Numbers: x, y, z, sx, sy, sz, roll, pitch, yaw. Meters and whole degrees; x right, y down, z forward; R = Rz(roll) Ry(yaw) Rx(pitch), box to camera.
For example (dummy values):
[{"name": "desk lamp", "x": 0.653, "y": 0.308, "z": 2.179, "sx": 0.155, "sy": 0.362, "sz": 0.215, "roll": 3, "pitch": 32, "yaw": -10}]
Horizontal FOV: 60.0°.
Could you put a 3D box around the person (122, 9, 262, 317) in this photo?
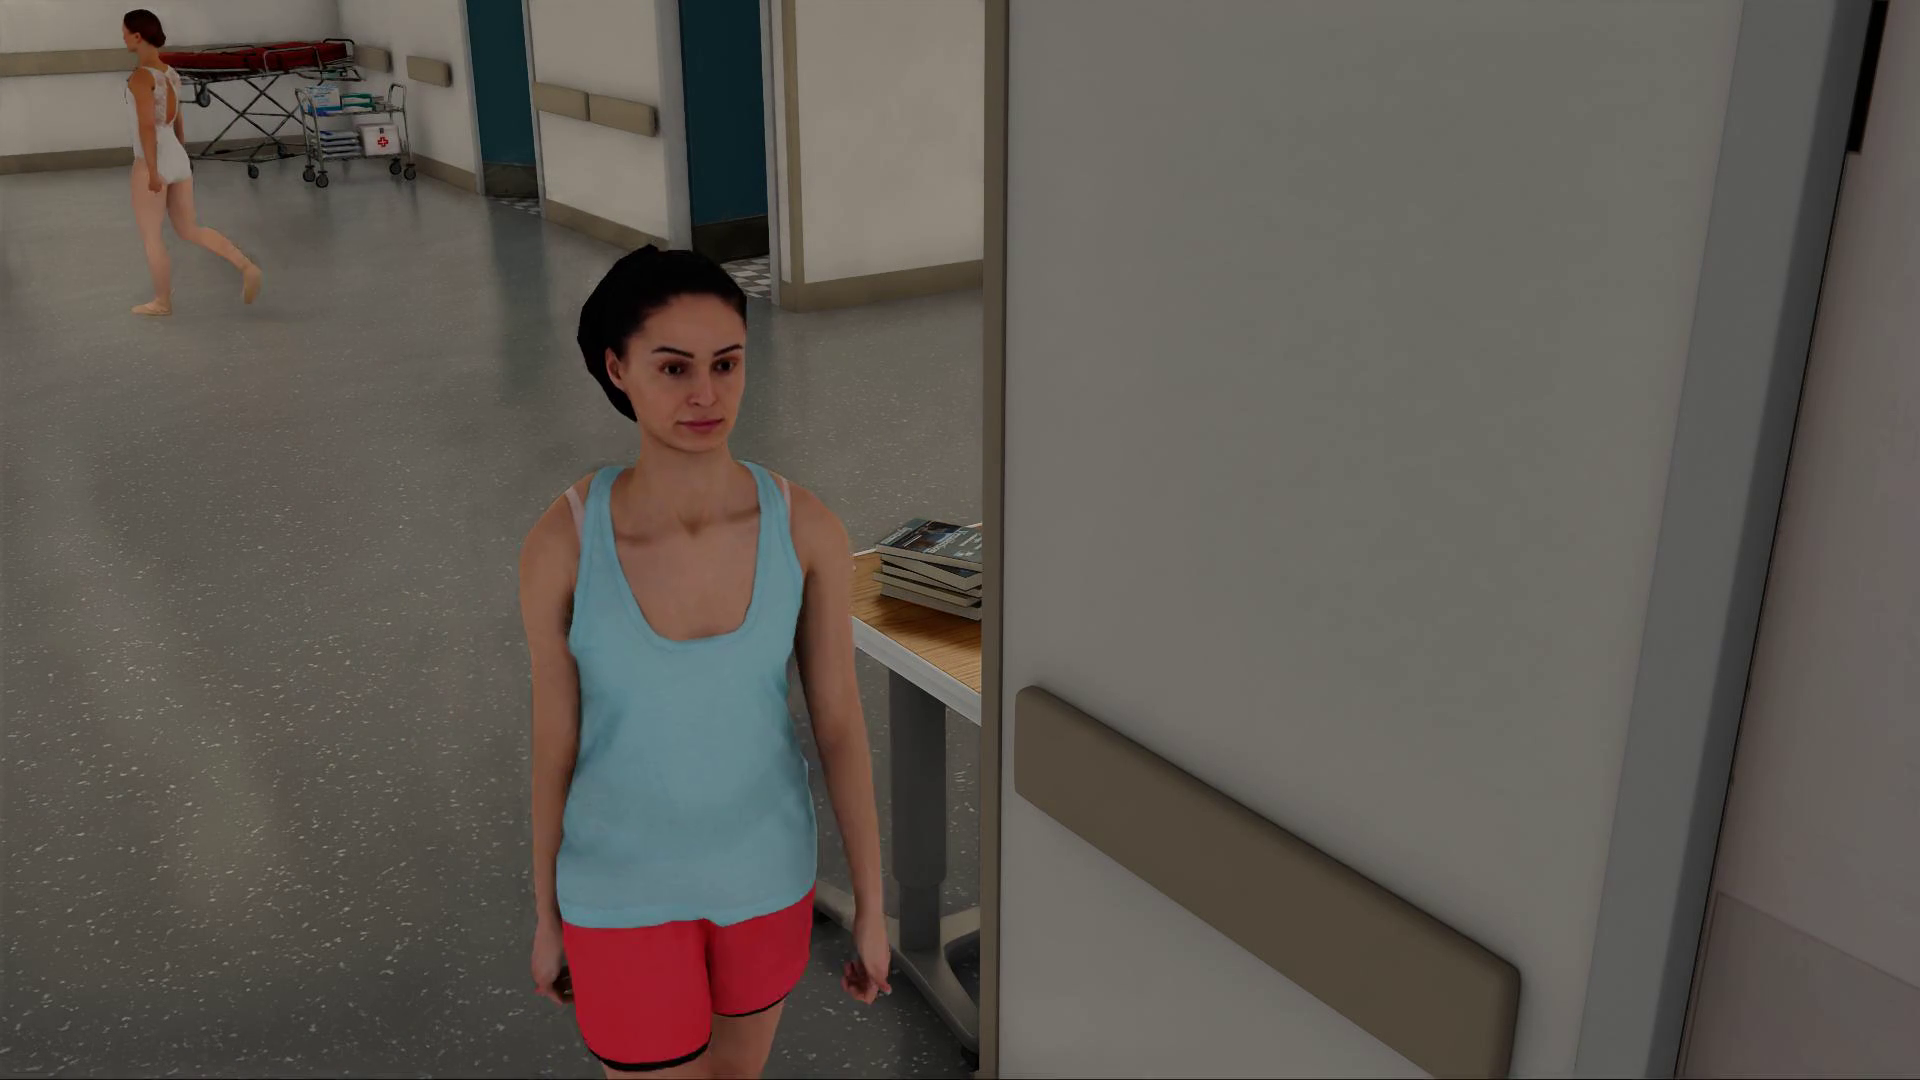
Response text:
[{"name": "person", "x": -4.219, "y": -1.997, "z": 8.981, "sx": 0.968, "sy": 1.623, "sz": 0.958, "roll": 1, "pitch": 21, "yaw": 3}]

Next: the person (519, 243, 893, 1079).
[{"name": "person", "x": -0.387, "y": 0.466, "z": 2.313, "sx": 0.735, "sy": 1.740, "sz": 0.955, "roll": -8, "pitch": 22, "yaw": -20}]
